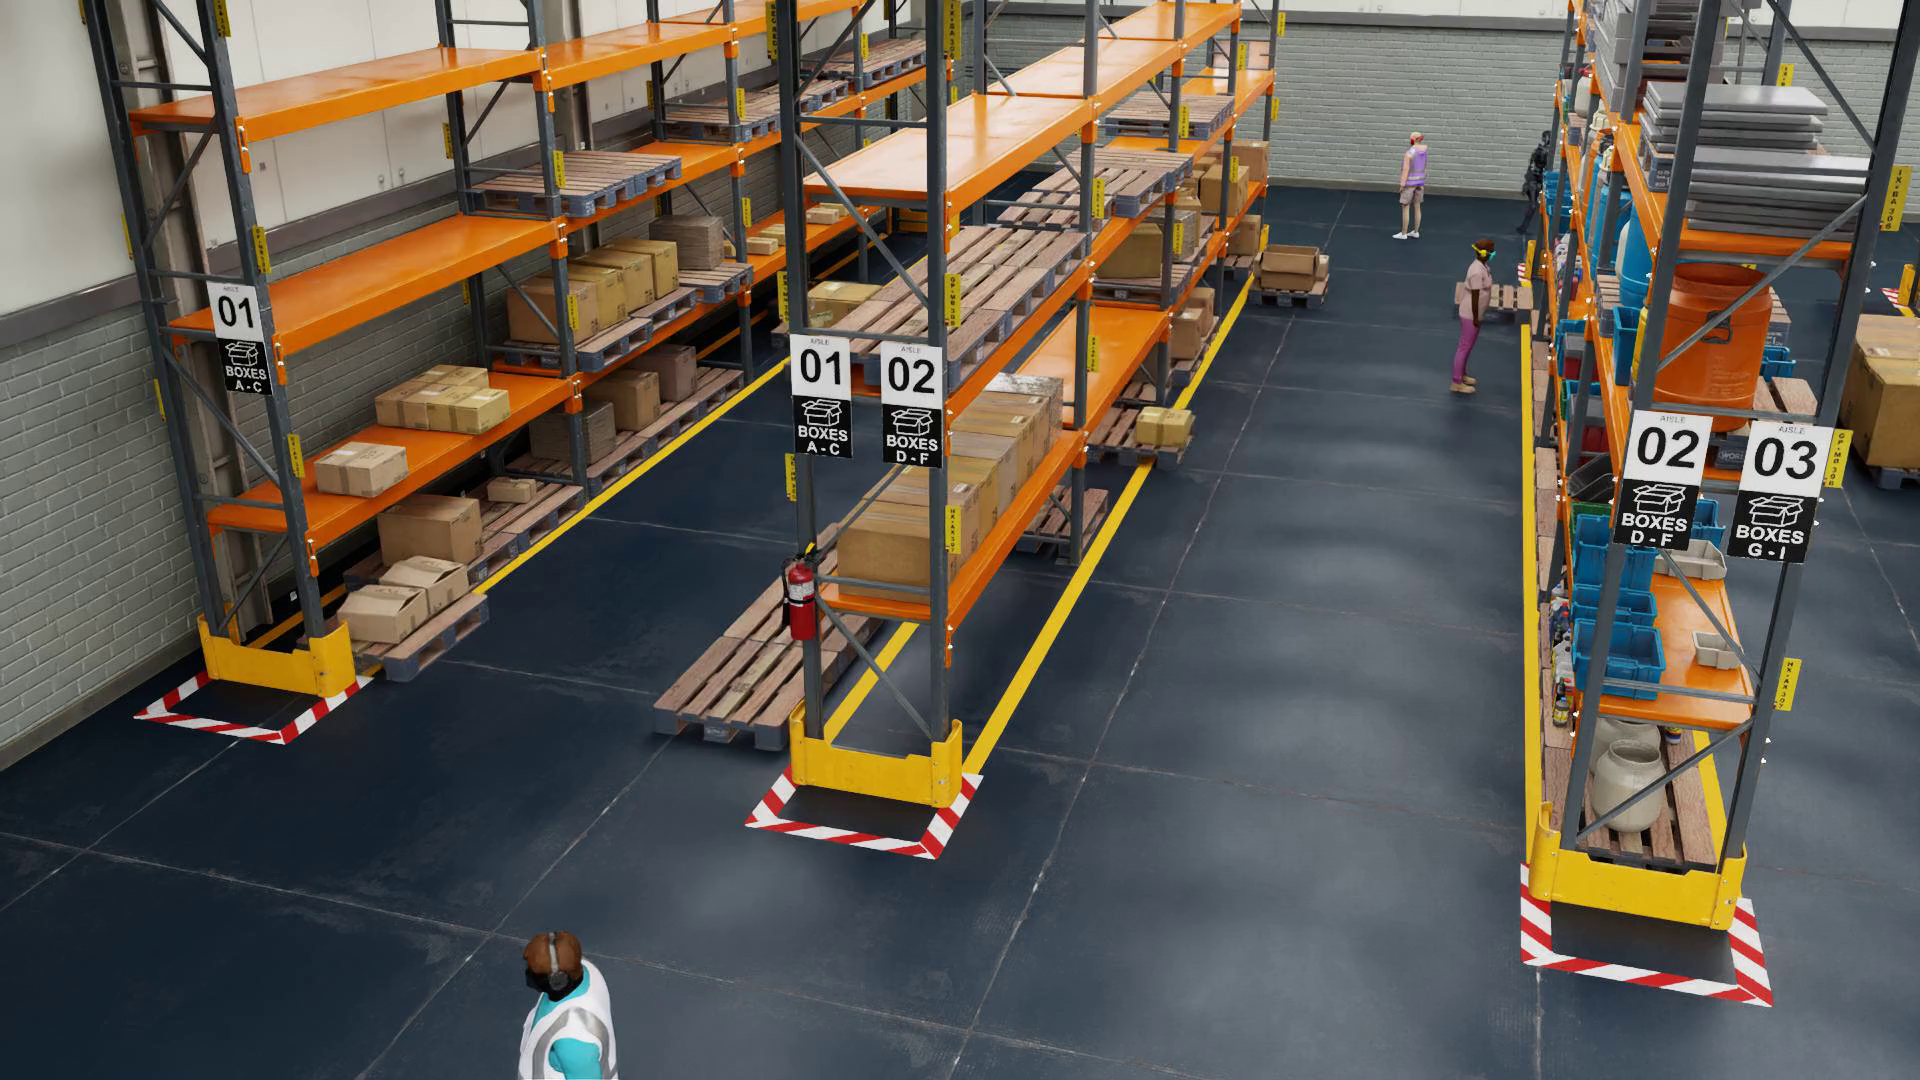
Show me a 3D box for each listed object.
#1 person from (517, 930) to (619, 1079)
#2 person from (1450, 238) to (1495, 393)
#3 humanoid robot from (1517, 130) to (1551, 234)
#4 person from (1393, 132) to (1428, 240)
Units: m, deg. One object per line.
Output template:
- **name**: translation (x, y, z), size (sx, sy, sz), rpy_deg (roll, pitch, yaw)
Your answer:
- **person**: translation (-1.719, 2.508, 7.373), size (0.429, 1.840, 0.633), rpy_deg (-5, 24, -12)
- **person**: translation (5.970, -2.619, 19.328), size (0.336, 1.795, 0.503), rpy_deg (9, 25, 20)
- **humanoid robot**: translation (9.282, -5.767, 26.782), size (0.613, 1.641, 0.502), rpy_deg (-16, 28, -32)
- **person**: translation (7.182, -5.621, 26.417), size (0.492, 1.688, 0.348), rpy_deg (-14, 27, -29)
